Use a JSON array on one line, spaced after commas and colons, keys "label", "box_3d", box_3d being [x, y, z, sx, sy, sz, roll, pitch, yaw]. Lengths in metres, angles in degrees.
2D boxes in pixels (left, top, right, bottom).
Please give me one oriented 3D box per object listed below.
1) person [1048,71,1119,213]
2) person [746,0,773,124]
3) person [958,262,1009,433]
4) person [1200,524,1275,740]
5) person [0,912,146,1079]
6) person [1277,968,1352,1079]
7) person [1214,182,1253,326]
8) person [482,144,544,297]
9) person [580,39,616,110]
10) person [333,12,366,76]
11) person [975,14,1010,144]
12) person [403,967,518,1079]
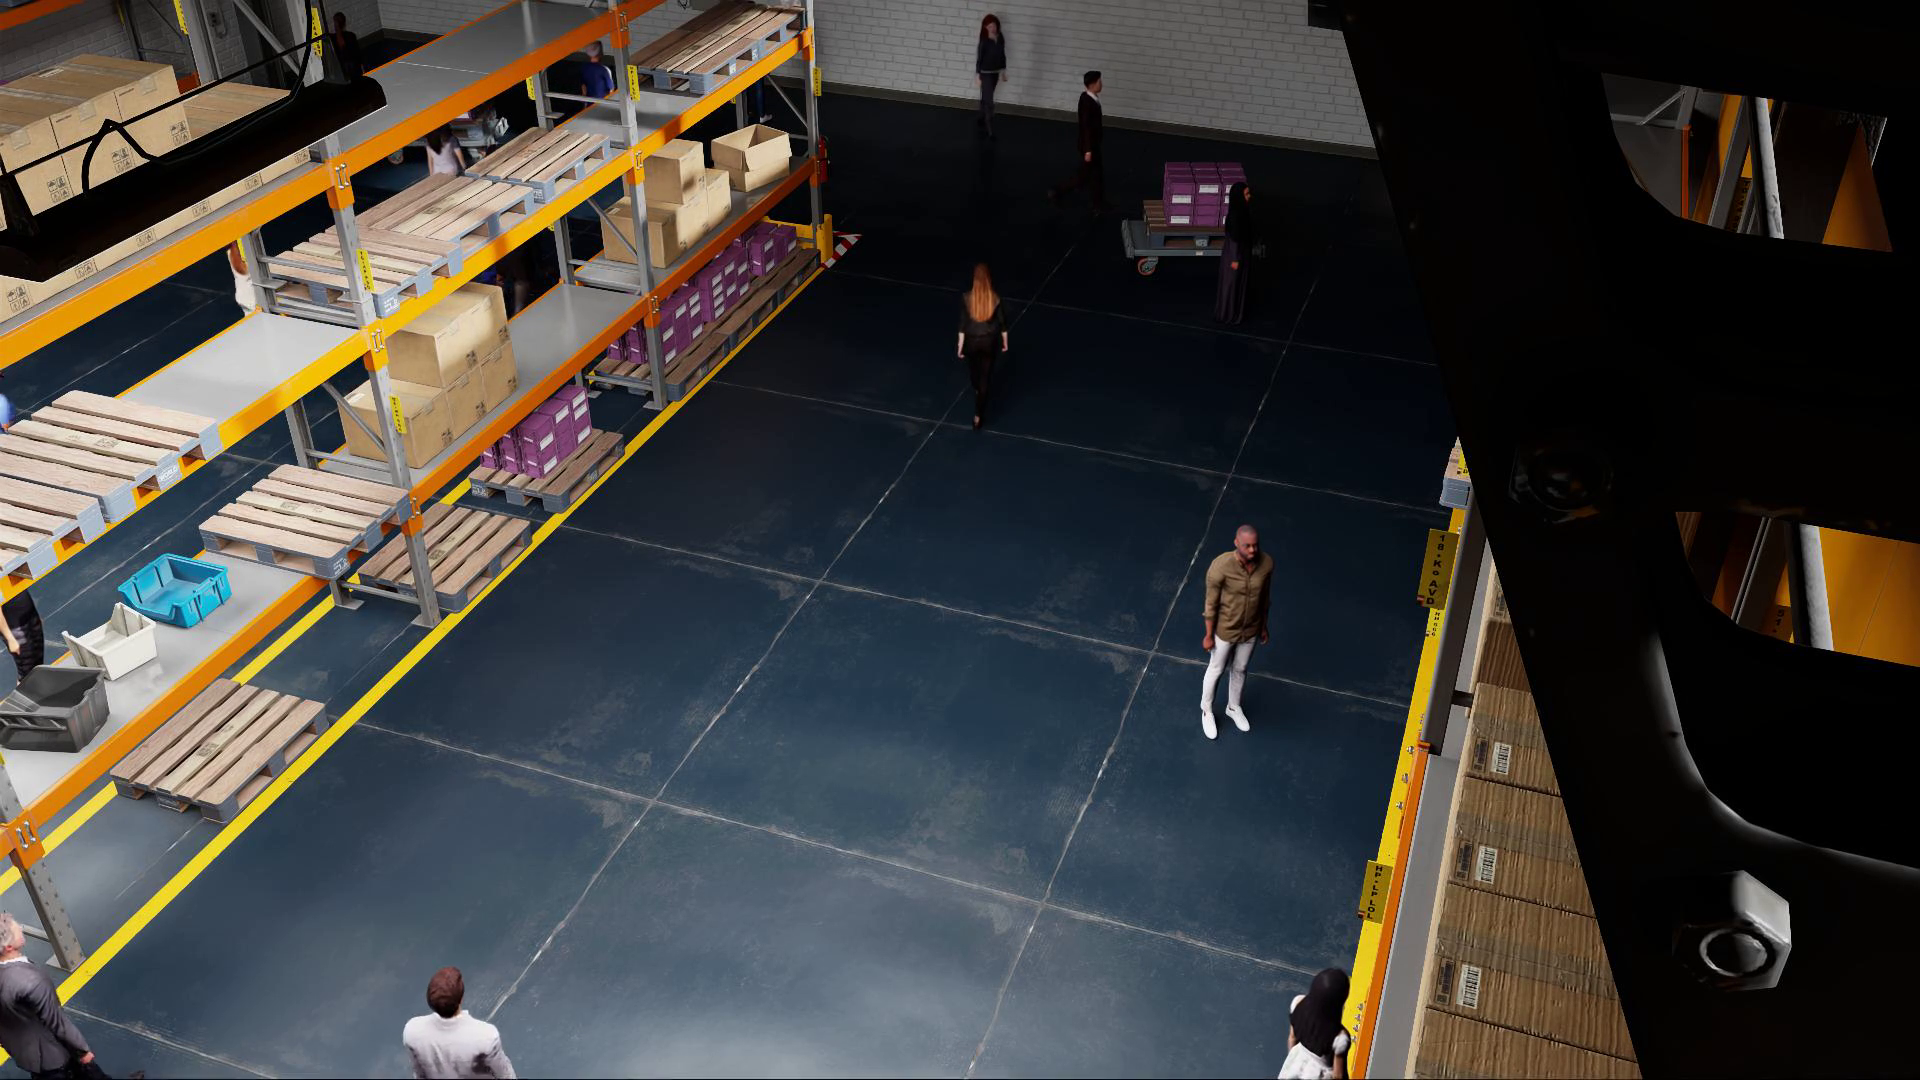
[{"label": "person", "box_3d": [1.537, -4.984, 20.959, 0.924, 1.839, 1.144, 3, 34, 5]}, {"label": "person", "box_3d": [-3.006, -6.894, 23.939, 0.596, 1.721, 0.509, 13, 36, 18]}, {"label": "person", "box_3d": [0.197, -1.872, 16.433, 0.800, 1.667, 1.179, 4, 34, 7]}, {"label": "person", "box_3d": [2.061, 0.656, 12.487, 0.800, 1.825, 0.823, -10, 35, -15]}, {"label": "person", "box_3d": [-5.163, 2.838, 9.227, 0.837, 1.800, 1.239, 16, 37, 22]}, {"label": "person", "box_3d": [1.908, 2.983, 9.036, 0.815, 1.769, 0.782, -22, 39, -29]}, {"label": "person", "box_3d": [3.065, -3.203, 18.482, 0.640, 1.614, 0.508, 11, 35, 16]}, {"label": "person", "box_3d": [-5.231, -3.545, 18.786, 1.130, 1.848, 0.972, -28, 43, -35]}, {"label": "person", "box_3d": [-4.793, -5.714, 22.064, 0.698, 1.832, 0.767, 16, 37, 23]}, {"label": "person", "box_3d": [-8.806, -6.844, 24.014, 0.637, 1.555, 0.677, -5, 34, -8]}, {"label": "person", "box_3d": [0.392, -6.519, 23.367, 1.017, 1.730, 1.051, 25, 41, 32]}, {"label": "person", "box_3d": [-2.668, 3.043, 8.885, 0.773, 1.836, 0.762, 2, 34, 3]}]
